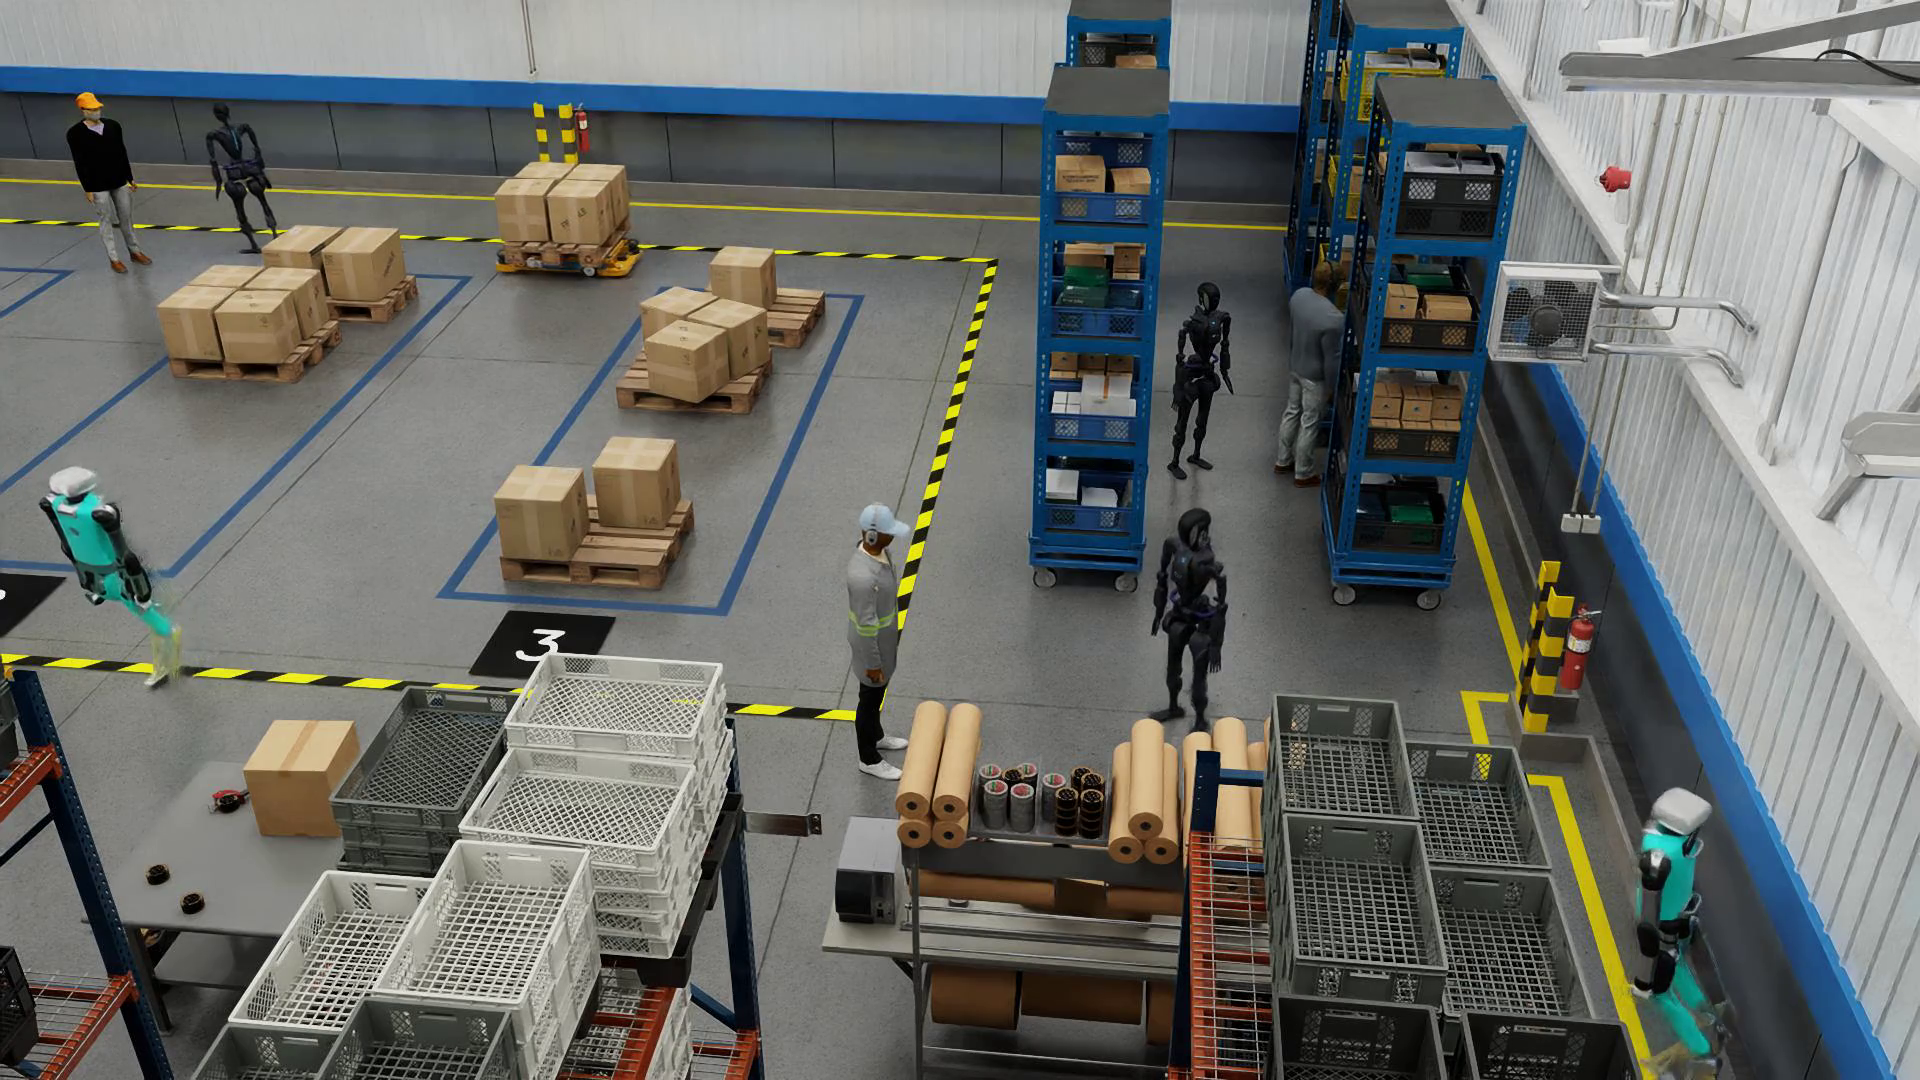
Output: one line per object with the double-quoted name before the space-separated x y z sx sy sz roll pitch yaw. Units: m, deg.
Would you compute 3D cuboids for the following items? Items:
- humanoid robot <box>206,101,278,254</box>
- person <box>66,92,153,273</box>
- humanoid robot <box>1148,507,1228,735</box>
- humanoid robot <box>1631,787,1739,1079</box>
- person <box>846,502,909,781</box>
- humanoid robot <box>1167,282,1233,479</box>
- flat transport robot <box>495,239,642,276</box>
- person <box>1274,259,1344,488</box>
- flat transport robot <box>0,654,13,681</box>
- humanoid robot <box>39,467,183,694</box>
"humanoid robot" -7.732 -3.895 17.968 0.620 1.647 0.453 -24 38 -35
"person" -8.994 -3.778 17.558 0.362 1.884 0.586 19 35 29
"humanoid robot" 1.434 0.525 10.357 0.324 1.656 0.591 -24 38 -35
"humanoid robot" 3.457 2.016 7.767 0.791 1.786 0.533 21 36 31
"person" -0.489 0.598 10.073 0.378 1.852 0.589 2 30 4
"humanoid robot" 1.953 -1.311 13.510 0.601 1.657 0.313 -18 35 -28
"flat transport robot" -4.217 -3.080 17.936 1.431 0.197 0.652 3 30 6
"person" 2.819 -1.326 13.306 0.370 1.934 0.628 -12 32 -20
"flat transport robot" -7.142 0.969 11.010 1.431 0.231 0.659 3 30 6
"humanoid robot" -5.368 0.263 10.837 0.539 1.845 0.766 9 31 15
